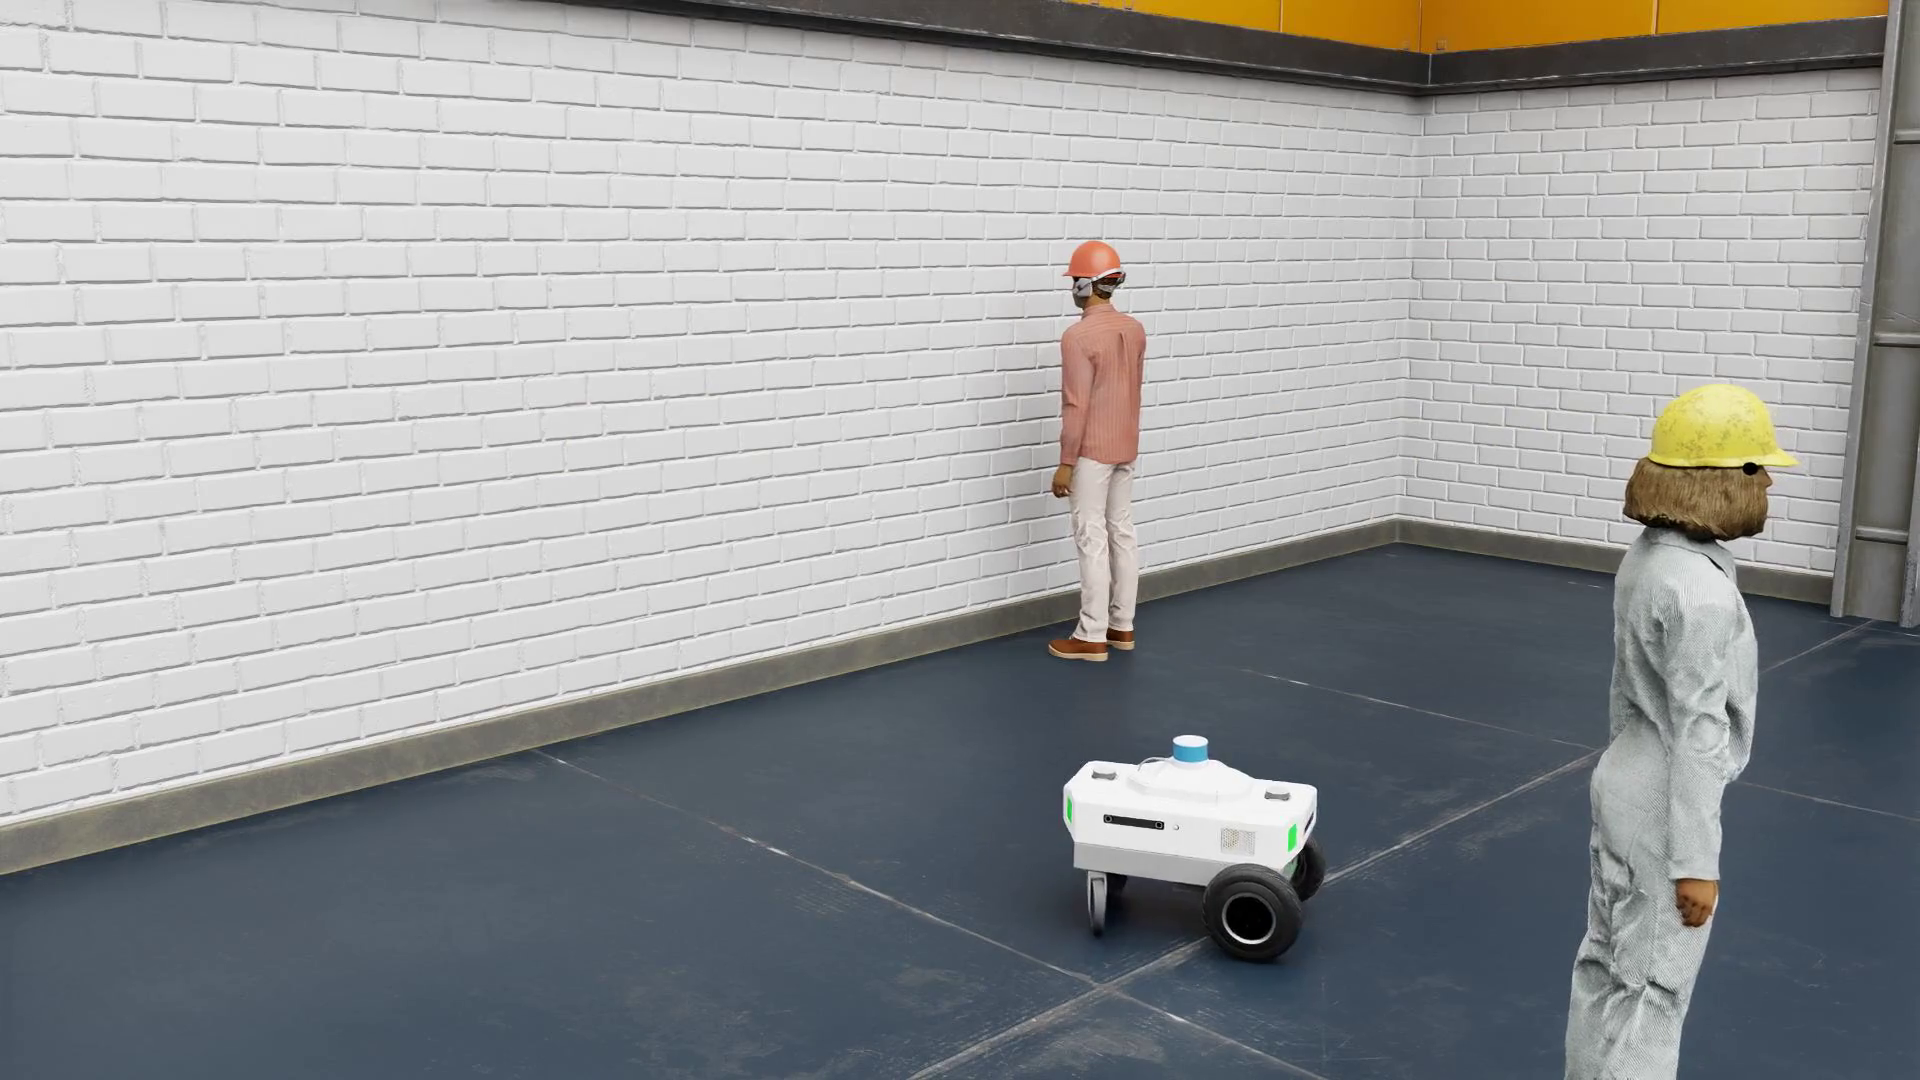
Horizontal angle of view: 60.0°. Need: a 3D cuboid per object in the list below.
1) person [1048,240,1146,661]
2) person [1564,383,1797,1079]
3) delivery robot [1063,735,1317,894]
[{"bbox_3d":[0.650,-0.420,7.957,0.383,1.996,0.609,8,13,38],"label":"person"},{"bbox_3d":[1.417,0.561,3.295,0.313,1.744,0.487,2,11,8],"label":"person"},{"bbox_3d":[0.670,0.818,4.883,0.707,0.478,0.477,4,11,21],"label":"delivery robot"}]
